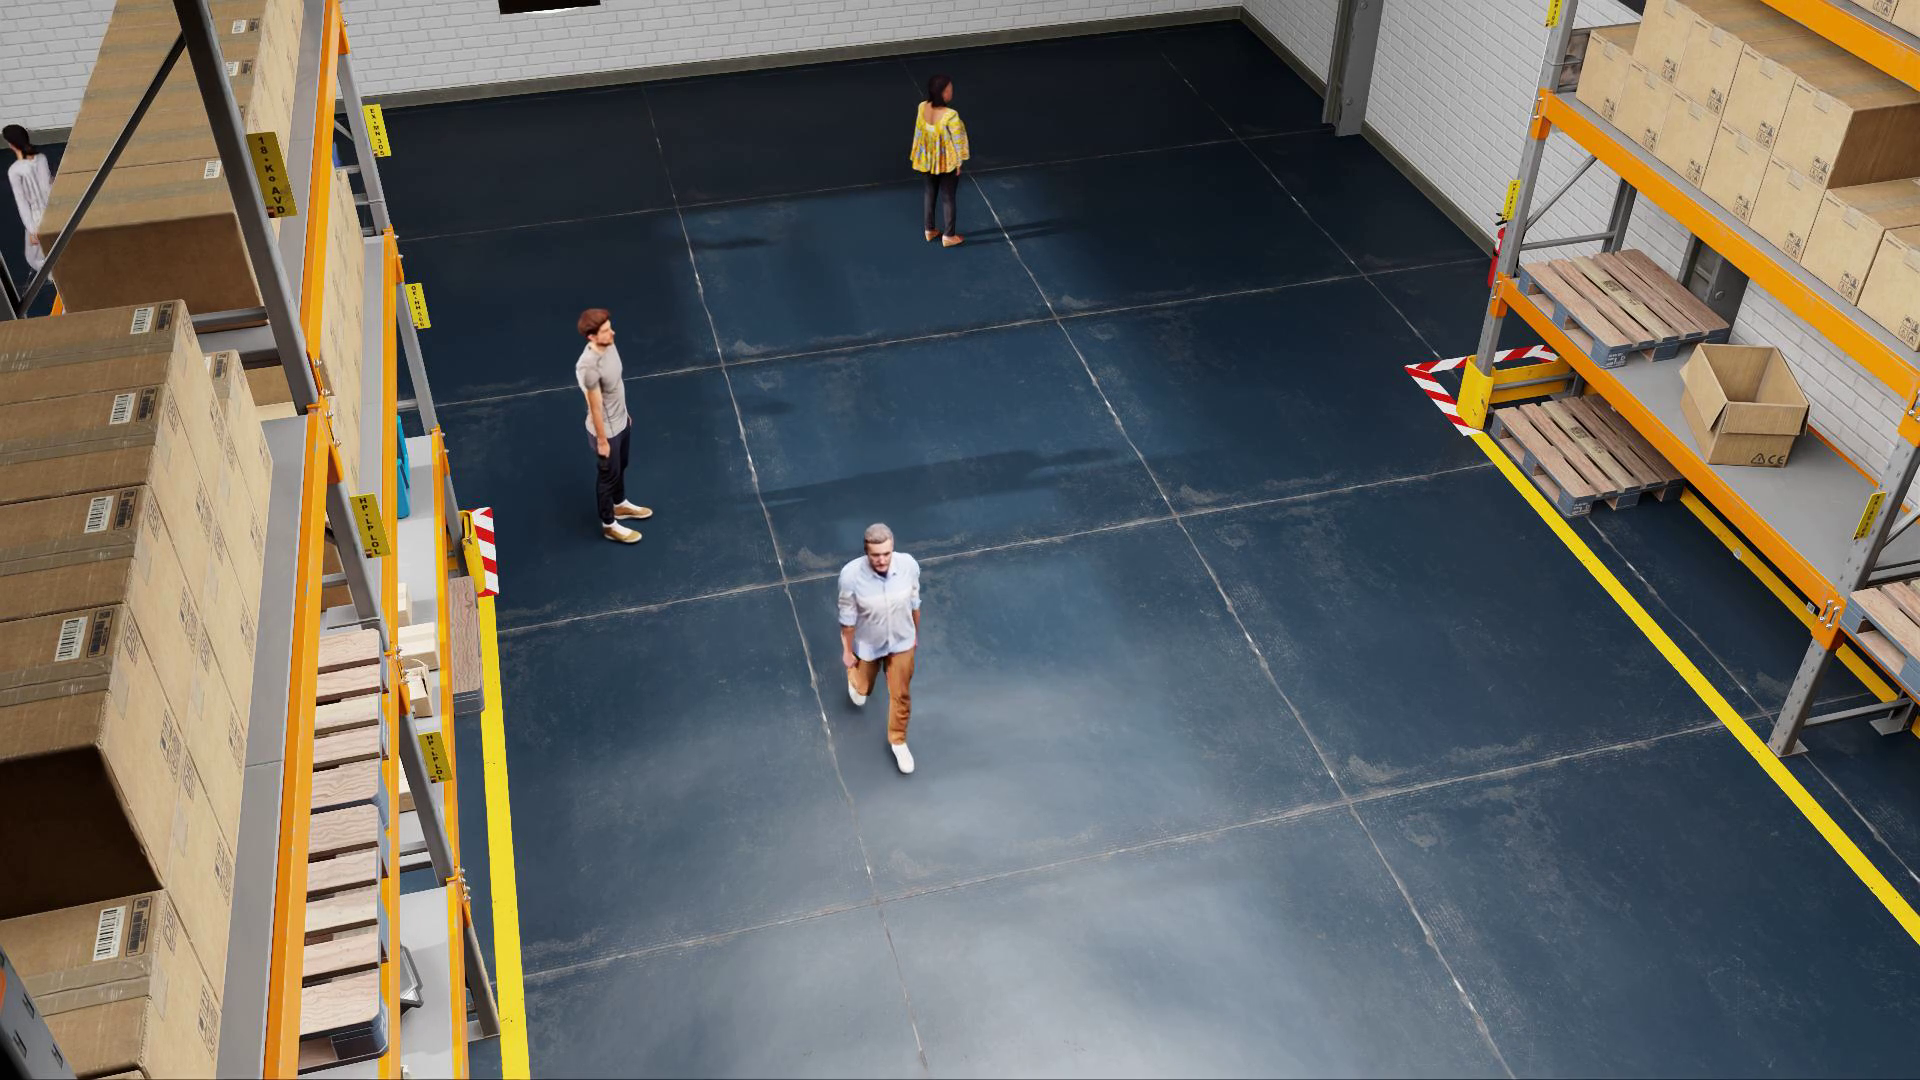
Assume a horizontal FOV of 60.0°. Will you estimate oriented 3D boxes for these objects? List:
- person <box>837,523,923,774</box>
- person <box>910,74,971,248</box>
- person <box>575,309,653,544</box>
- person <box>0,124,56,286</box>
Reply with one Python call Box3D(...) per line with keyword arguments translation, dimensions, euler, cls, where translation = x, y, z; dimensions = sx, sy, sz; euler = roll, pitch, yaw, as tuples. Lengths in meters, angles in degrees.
Box3D(translation=(-0.508, 0.556, 10.244), dimensions=(0.713, 1.800, 1.067), euler=(-11, 40, -14), cls="person")
Box3D(translation=(-0.188, -3.522, 15.470), dimensions=(0.875, 1.651, 0.941), euler=(26, 45, 29), cls="person")
Box3D(translation=(-2.528, -0.834, 11.910), dimensions=(0.765, 1.893, 0.626), euler=(5, 39, 7), cls="person")
Box3D(translation=(-7.842, -2.736, 14.398), dimensions=(0.808, 1.760, 0.735), euler=(12, 40, 15), cls="person")
